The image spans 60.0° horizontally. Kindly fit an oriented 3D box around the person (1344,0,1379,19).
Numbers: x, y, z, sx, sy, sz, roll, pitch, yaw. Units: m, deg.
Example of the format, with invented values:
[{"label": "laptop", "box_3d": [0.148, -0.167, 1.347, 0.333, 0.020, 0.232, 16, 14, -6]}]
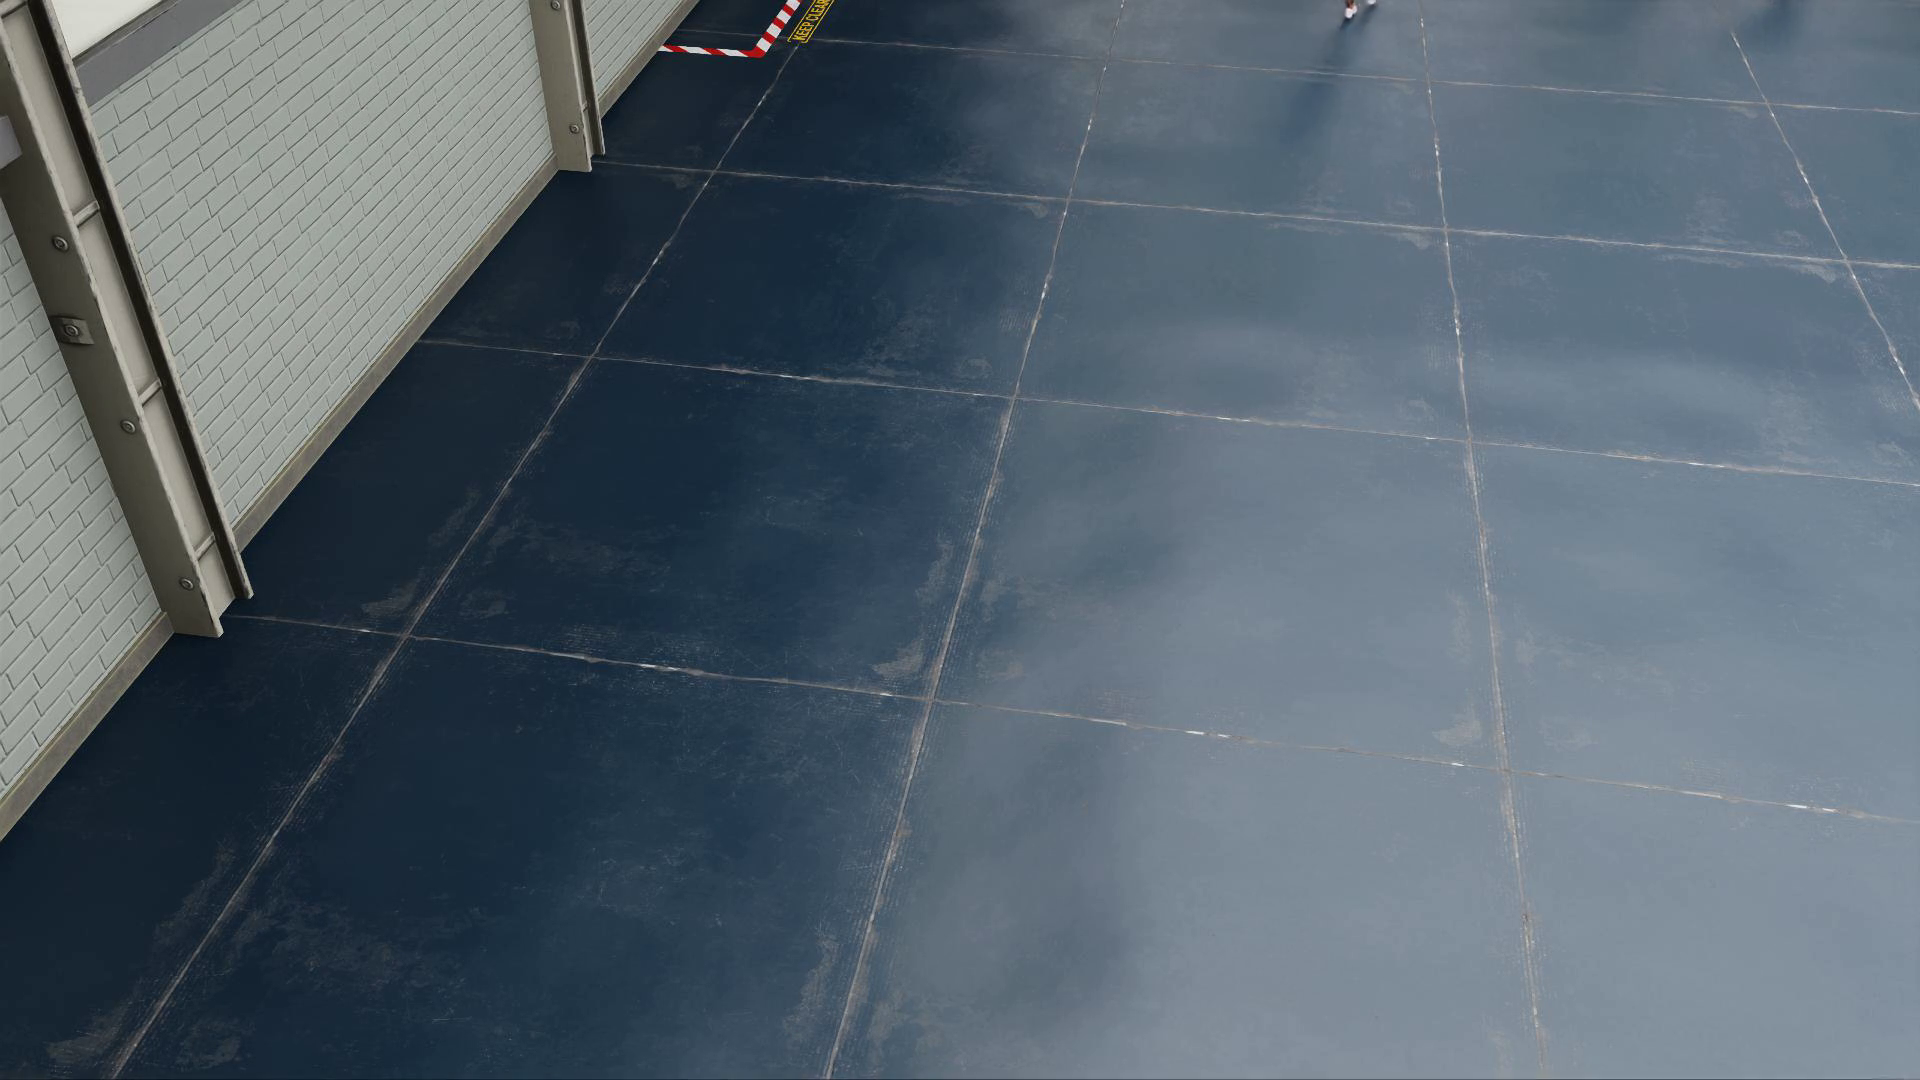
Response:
[{"label": "person", "box_3d": [3.973, -5.944, 16.256, 0.777, 1.667, 1.013, 17, 41, 20]}]
